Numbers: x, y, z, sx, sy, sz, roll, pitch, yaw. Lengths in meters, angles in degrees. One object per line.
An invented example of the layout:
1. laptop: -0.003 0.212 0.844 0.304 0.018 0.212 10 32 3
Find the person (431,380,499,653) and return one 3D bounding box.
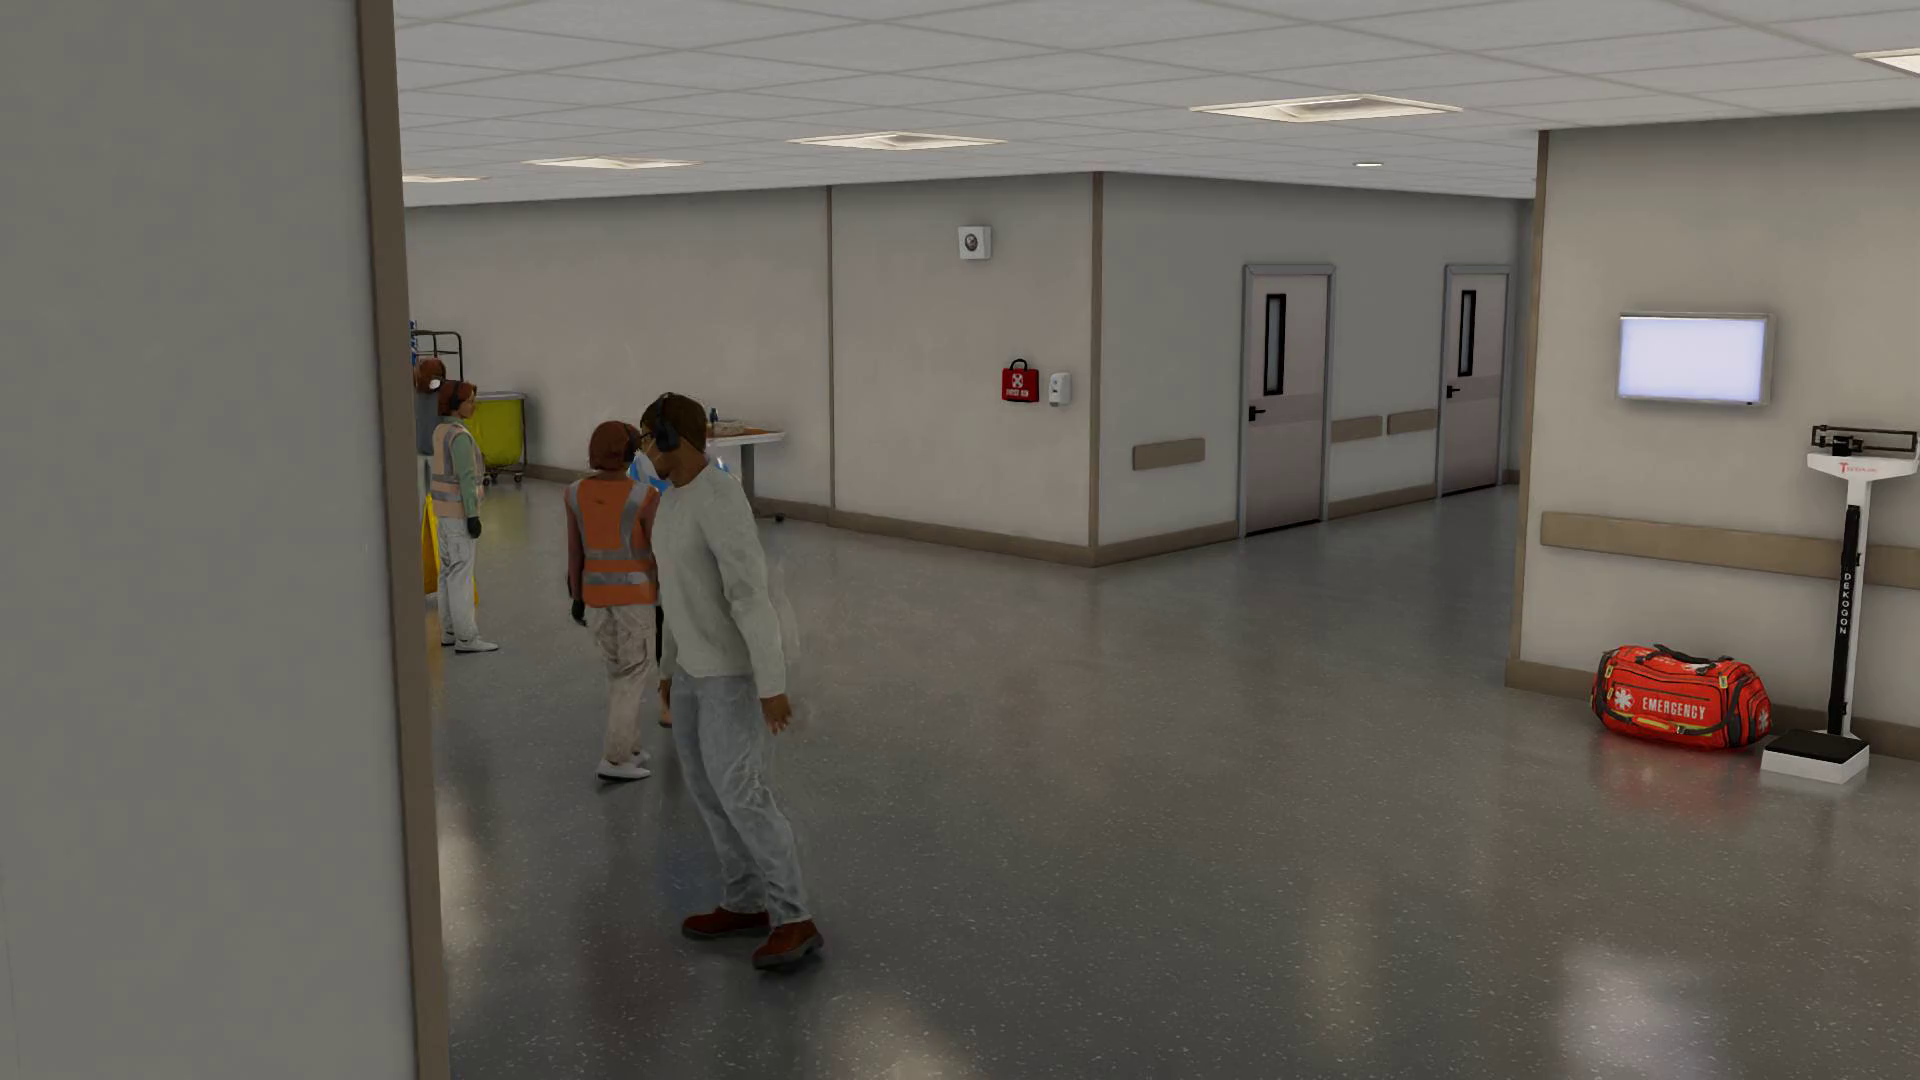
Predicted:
1. person: -3.019 -0.142 10.023 0.314 1.636 0.514 -6 11 -31

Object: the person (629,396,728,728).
1. person: -1.434 0.071 8.624 0.538 1.672 0.774 0 9 -1

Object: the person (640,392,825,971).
1. person: -0.797 0.455 5.576 0.485 1.894 0.712 -5 10 -27

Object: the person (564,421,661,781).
1. person: -1.512 0.275 7.490 0.539 1.632 0.450 4 10 23
